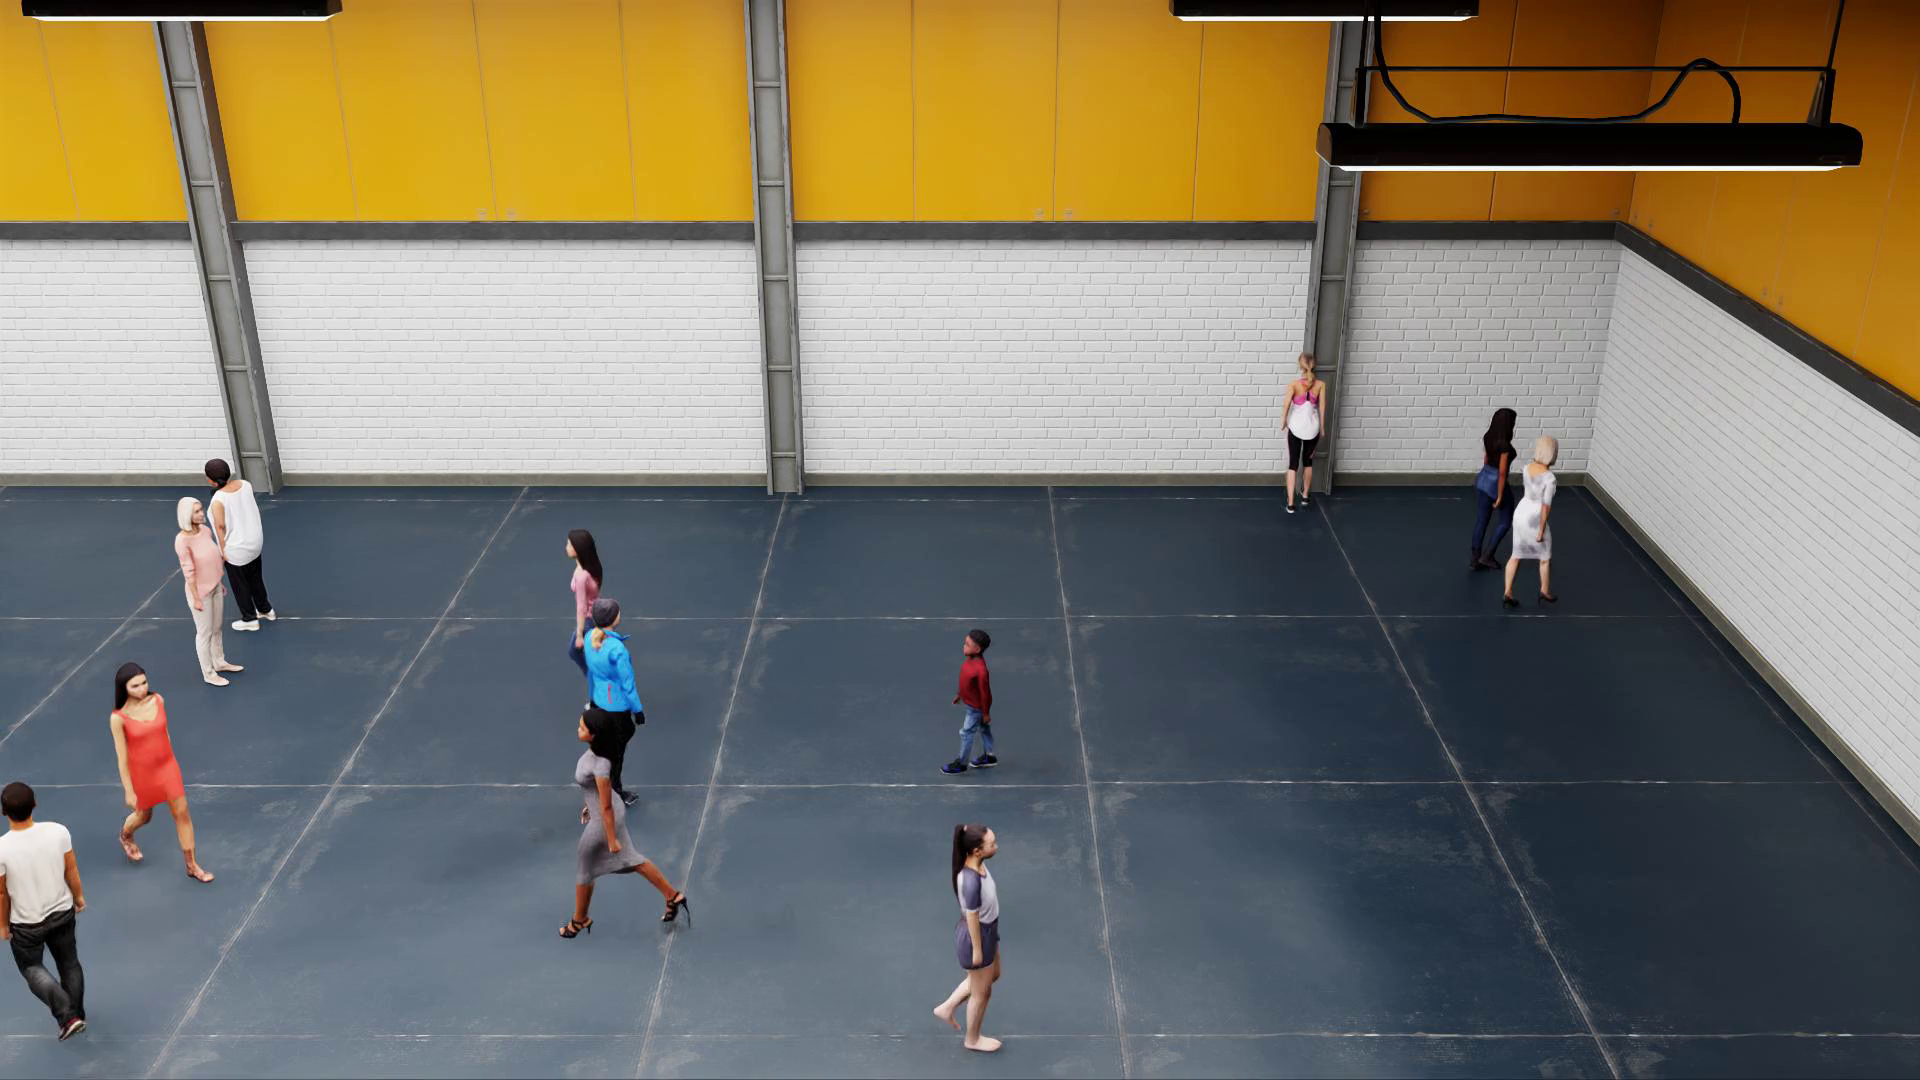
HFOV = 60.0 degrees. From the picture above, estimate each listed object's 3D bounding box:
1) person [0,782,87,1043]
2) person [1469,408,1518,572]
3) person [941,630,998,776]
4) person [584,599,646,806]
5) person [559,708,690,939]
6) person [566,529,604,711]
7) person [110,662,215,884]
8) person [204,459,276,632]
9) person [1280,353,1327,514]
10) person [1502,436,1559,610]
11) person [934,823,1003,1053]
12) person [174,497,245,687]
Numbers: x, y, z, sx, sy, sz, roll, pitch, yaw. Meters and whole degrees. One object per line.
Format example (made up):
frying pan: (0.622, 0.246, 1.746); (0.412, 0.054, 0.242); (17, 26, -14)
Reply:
person: (-5.582, 2.317, 10.155); (0.952, 1.791, 0.887); (20, 31, 38)
person: (5.261, -0.483, 16.640); (0.685, 1.728, 0.659); (-11, 26, -23)
person: (0.197, 1.274, 13.227); (0.723, 1.242, 0.559); (-3, 24, -7)
person: (-2.685, 1.285, 12.527); (0.836, 1.783, 0.779); (-19, 30, -37)
person: (-2.264, 1.912, 11.147); (1.105, 1.738, 0.625); (-1, 24, -3)
person: (-3.000, 0.702, 13.926); (0.657, 1.730, 0.625); (-3, 24, -6)
person: (-5.801, 1.645, 11.815); (1.177, 1.692, 0.940); (12, 26, 26)
person: (-6.746, 0.027, 15.529); (0.732, 1.682, 0.735); (8, 25, 17)
person: (3.724, -1.163, 18.133); (0.724, 1.779, 0.686); (2, 24, 6)
person: (5.387, -0.133, 15.844); (0.913, 1.724, 0.800); (-14, 27, -29)
person: (0.018, 2.421, 10.112); (0.652, 1.635, 0.608); (1, 24, 3)
person: (-6.622, 0.425, 14.565); (0.549, 1.725, 0.620); (3, 24, 6)
